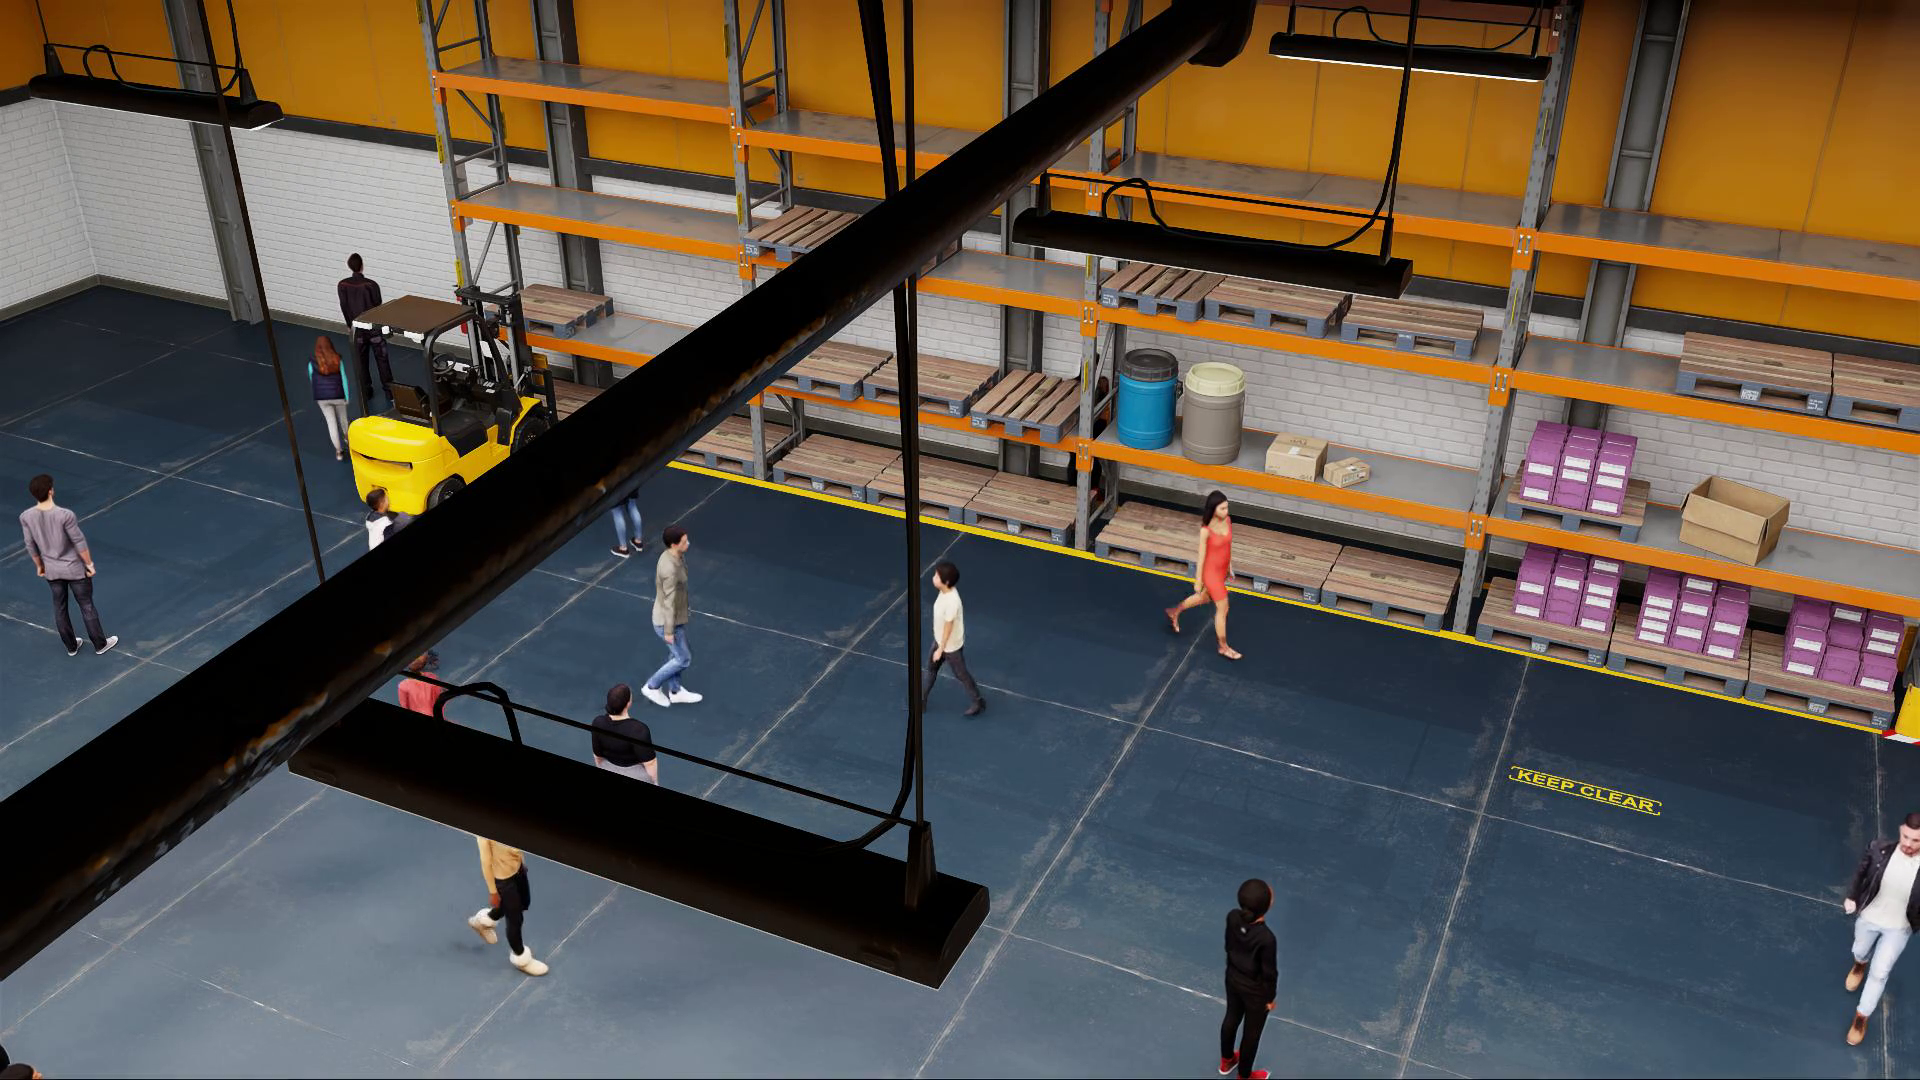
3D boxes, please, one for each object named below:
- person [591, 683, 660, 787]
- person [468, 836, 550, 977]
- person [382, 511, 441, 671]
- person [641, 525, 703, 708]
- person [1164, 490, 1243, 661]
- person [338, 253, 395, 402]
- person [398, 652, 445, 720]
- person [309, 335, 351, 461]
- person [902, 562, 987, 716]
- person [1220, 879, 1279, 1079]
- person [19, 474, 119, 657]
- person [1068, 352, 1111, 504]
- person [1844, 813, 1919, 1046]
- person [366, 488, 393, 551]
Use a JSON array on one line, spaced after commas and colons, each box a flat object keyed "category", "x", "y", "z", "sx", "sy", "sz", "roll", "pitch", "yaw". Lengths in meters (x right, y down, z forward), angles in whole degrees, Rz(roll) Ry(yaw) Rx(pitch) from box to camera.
[{"category": "person", "x": -2.561, "y": 1.869, "z": 12.793, "sx": 0.594, "sy": 1.759, "sz": 0.764, "roll": 8, "pitch": 30, "yaw": 15}, {"category": "person", "x": -3.329, "y": 2.399, "z": 11.936, "sx": 0.930, "sy": 1.648, "sz": 0.678, "roll": 8, "pitch": 29, "yaw": 13}, {"category": "person", "x": -5.133, "y": 0.473, "z": 15.449, "sx": 0.694, "sy": 1.666, "sz": 0.705, "roll": 9, "pitch": 30, "yaw": 15}, {"category": "person", "x": -2.681, "y": 0.695, "z": 14.860, "sx": 0.950, "sy": 1.839, "sz": 0.888, "roll": -3, "pitch": 29, "yaw": -5}, {"category": "person", "x": 2.330, "y": 0.292, "z": 15.765, "sx": 1.164, "sy": 1.680, "sz": 0.721, "roll": 20, "pitch": 34, "yaw": 32}, {"category": "person", "x": -7.487, "y": -2.696, "z": 20.991, "sx": 0.693, "sy": 1.921, "sz": 0.834, "roll": 0, "pitch": 29, "yaw": 0}, {"category": "person", "x": -4.429, "y": 1.531, "z": 13.784, "sx": 0.658, "sy": 1.403, "sz": 0.753, "roll": -23, "pitch": 36, "yaw": -36}, {"category": "person", "x": -7.402, "y": -1.648, "z": 19.551, "sx": 0.941, "sy": 1.462, "sz": 0.976, "roll": -8, "pitch": 30, "yaw": -15}, {"category": "person", "x": -0.027, "y": 0.925, "z": 14.743, "sx": 1.075, "sy": 1.549, "sz": 0.948, "roll": -5, "pitch": 29, "yaw": -9}, {"category": "person", "x": 1.896, "y": 2.923, "z": 10.949, "sx": 0.737, "sy": 1.673, "sz": 0.632, "roll": -19, "pitch": 34, "yaw": -30}, {"category": "person", "x": -8.455, "y": 0.240, "z": 15.683, "sx": 0.643, "sy": 1.851, "sz": 0.806, "roll": -1, "pitch": 29, "yaw": -2}, {"category": "person", "x": 1.426, "y": -1.253, "z": 18.460, "sx": 0.777, "sy": 1.812, "sz": 0.838, "roll": -10, "pitch": 30, "yaw": -18}, {"category": "person", "x": 6.410, "y": 2.555, "z": 11.481, "sx": 1.063, "sy": 1.811, "sz": 0.848, "roll": 19, "pitch": 34, "yaw": 31}, {"category": "person", "x": -5.620, "y": 0.185, "z": 16.203, "sx": 0.723, "sy": 1.449, "sz": 0.596, "roll": -21, "pitch": 35, "yaw": -33}]
